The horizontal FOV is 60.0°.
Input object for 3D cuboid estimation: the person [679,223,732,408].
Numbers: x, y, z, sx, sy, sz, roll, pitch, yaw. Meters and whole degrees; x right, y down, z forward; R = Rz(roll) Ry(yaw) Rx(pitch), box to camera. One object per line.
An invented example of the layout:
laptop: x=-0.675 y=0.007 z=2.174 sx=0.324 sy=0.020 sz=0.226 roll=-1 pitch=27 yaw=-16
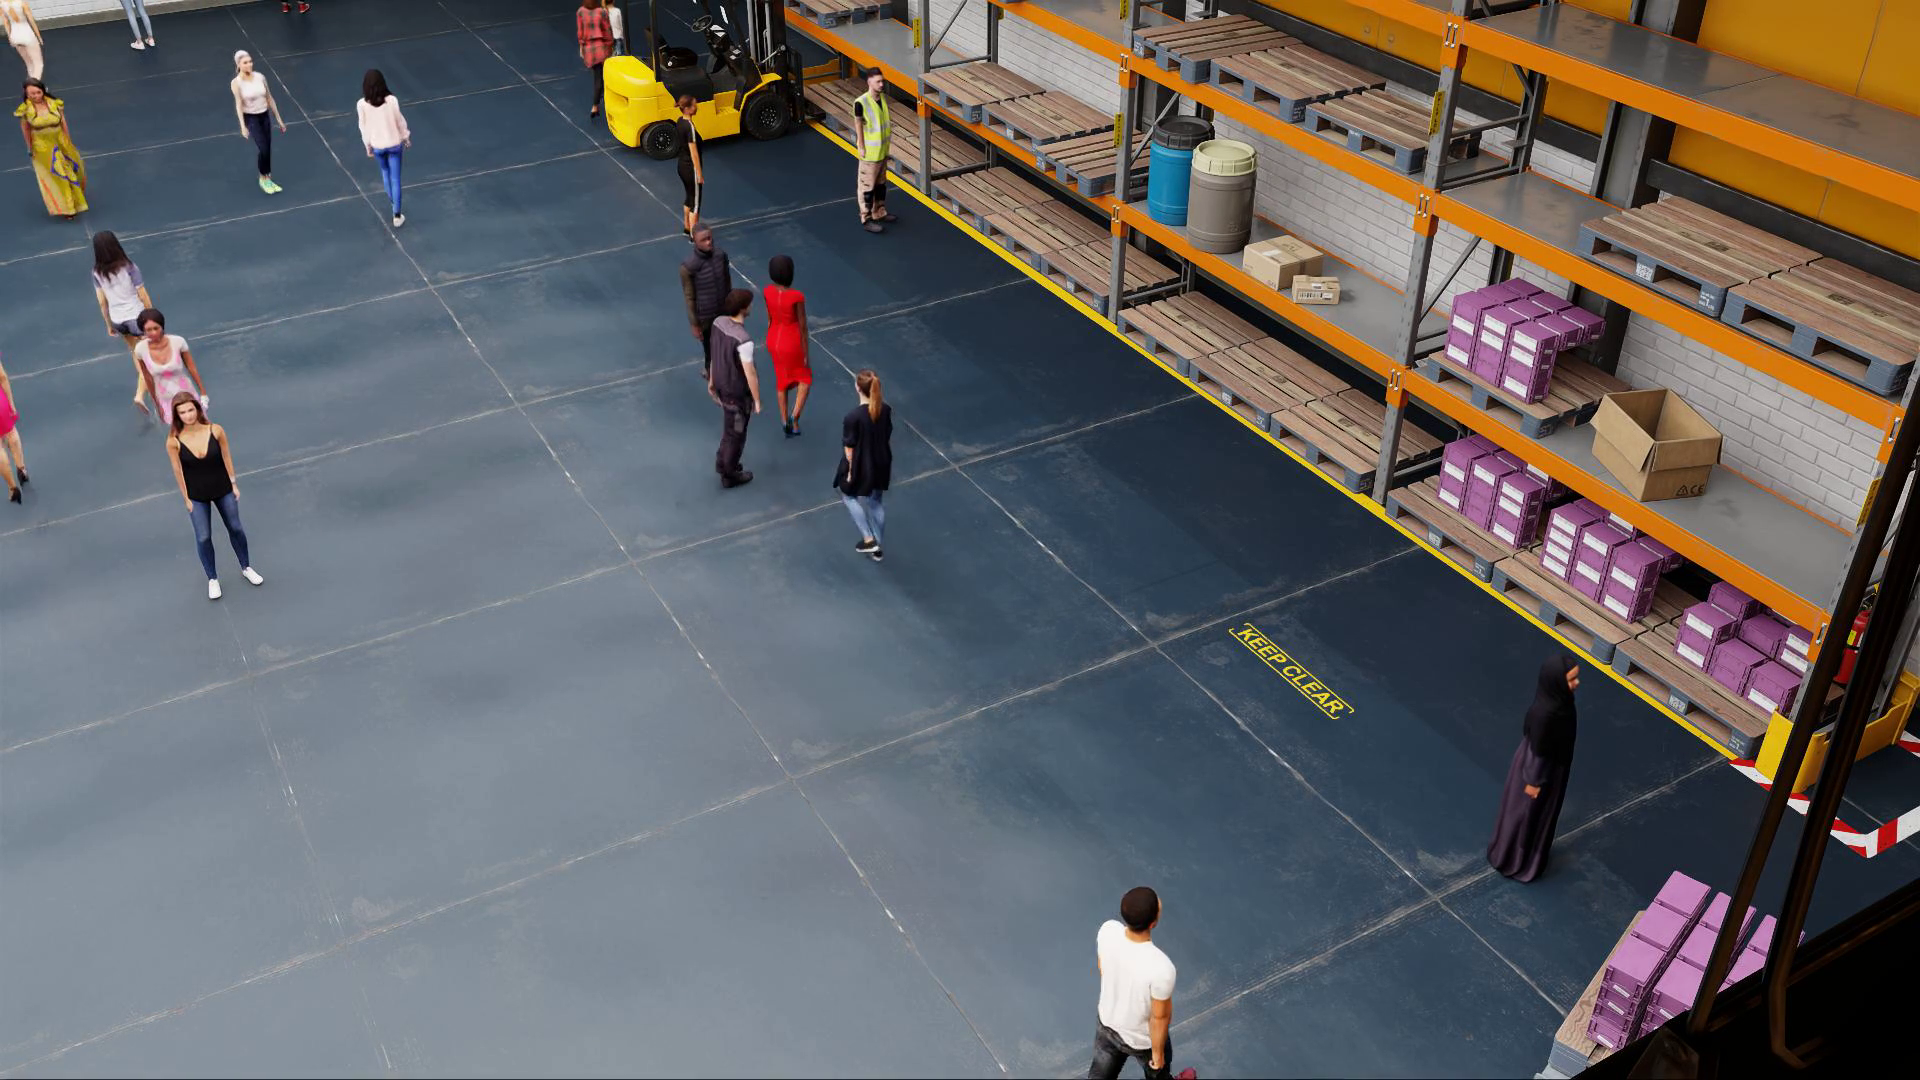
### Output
person: x=-2.326 y=-2.055 z=15.133 sx=0.826 sy=1.821 sz=0.802 roll=27 pitch=42 yaw=35

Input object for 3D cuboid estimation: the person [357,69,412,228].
person: x=-6.453 y=-4.375 z=18.694 sx=0.894 sy=1.742 sz=1.041 roll=-1 pitch=34 yaw=-2

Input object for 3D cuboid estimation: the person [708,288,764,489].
person: x=-1.970 y=-1.229 z=13.887 sx=0.786 sy=1.825 sz=0.597 roll=-25 pitch=41 yaw=-33

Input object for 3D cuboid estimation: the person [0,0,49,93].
person: x=-12.535 y=-6.661 z=22.242 sx=0.806 sy=1.622 sz=1.034 roll=-4 pitch=34 yaw=-5

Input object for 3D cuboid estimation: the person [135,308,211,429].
person: x=-6.529 y=-1.181 z=13.910 sx=0.694 sy=1.719 sz=0.810 roll=-10 pitch=35 yaw=-15

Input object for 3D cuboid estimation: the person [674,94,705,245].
person: x=-2.984 y=-4.101 z=18.352 sx=0.667 sy=1.665 sz=0.470 roll=-14 pitch=36 yaw=-20

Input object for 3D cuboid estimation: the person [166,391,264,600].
person: x=-5.733 y=-0.376 z=12.697 sx=0.613 sy=1.722 sz=0.541 roll=-21 pitch=39 yaw=-29

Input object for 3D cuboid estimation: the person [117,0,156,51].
person: x=-12.132 y=-8.038 z=24.241 sx=0.657 sy=1.703 sz=0.685 roll=22 pitch=39 yaw=29

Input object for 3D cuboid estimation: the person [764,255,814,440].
person: x=-1.553 y=-1.640 z=14.587 sx=0.729 sy=1.733 sz=0.791 roll=12 pitch=35 yaw=17

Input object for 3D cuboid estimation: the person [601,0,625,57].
person: x=-4.746 y=-6.840 z=22.808 sx=0.852 sy=1.294 sz=0.940 roll=7 pitch=34 yaw=10

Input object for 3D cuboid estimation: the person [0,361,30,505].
person: x=-8.031 y=-1.071 z=13.750 sx=0.609 sy=1.713 sz=0.688 roll=-22 pitch=40 yaw=-30

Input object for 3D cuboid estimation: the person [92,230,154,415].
person: x=-7.526 y=-1.942 z=15.065 sx=0.894 sy=1.709 sz=1.081 roll=-1 pitch=34 yaw=-1

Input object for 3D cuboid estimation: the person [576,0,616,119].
person: x=-4.759 y=-6.326 z=21.708 sx=1.087 sy=1.655 sz=1.186 roll=6 pitch=34 yaw=9

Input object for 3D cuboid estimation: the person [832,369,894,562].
person: x=-0.672 y=-0.533 z=12.976 sx=0.666 sy=1.673 sz=0.681 roll=-22 pitch=39 yaw=-29

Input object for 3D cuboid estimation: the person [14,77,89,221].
person: x=-10.387 y=-4.483 z=18.959 sx=0.963 sy=1.630 sz=1.098 roll=-28 pitch=42 yaw=-35

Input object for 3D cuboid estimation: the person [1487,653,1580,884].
person: x=3.551 y=1.363 z=10.179 sx=0.714 sy=1.613 sz=0.694 roll=21 pitch=39 yaw=29

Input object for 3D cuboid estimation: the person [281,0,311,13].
person: x=-10.495 y=-9.099 z=25.790 sx=0.691 sy=1.754 sz=0.688 roll=-1 pitch=34 yaw=-1

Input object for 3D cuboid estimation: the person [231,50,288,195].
person: x=-8.322 y=-4.930 z=19.576 sx=0.751 sy=1.691 sz=0.724 roll=18 pitch=38 yaw=25

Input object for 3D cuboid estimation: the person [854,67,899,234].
person: x=-0.966 y=-4.399 z=18.637 sx=0.890 sy=1.845 sz=0.846 roll=17 pitch=37 yaw=24

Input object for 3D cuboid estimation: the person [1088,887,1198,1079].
person: x=0.789 y=2.484 z=8.345 sx=1.045 sy=1.777 sz=0.920 roll=28 pitch=43 yaw=35
